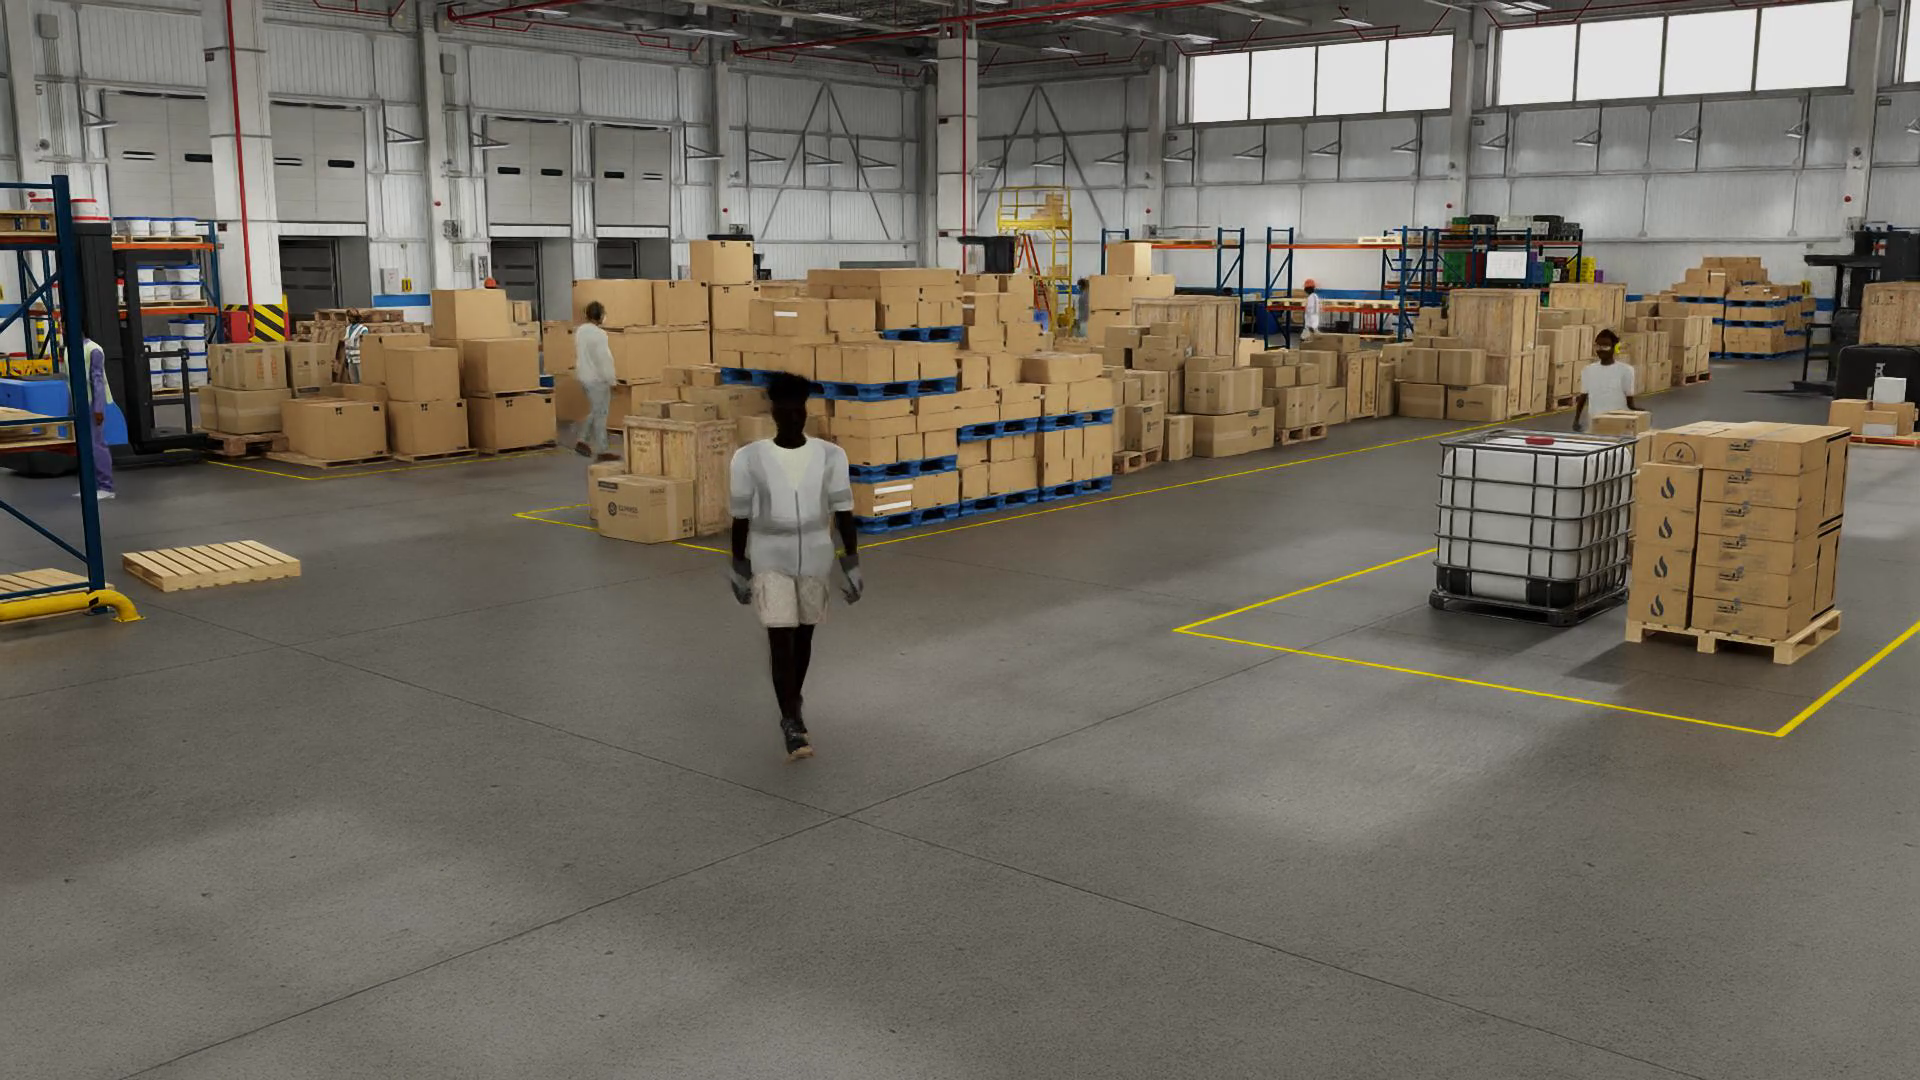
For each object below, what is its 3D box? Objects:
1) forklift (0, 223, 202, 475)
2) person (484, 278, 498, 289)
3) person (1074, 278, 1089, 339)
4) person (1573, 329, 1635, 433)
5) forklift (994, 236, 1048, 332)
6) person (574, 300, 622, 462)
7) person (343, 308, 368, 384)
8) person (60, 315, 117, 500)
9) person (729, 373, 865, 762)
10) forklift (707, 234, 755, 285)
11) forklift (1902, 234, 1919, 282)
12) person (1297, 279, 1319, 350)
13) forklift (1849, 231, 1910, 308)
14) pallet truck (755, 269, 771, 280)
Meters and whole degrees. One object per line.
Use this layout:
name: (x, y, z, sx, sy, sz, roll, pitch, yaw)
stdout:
forklift: (-10.007, -2.234, 19.112, 1.129, 2.768, 1.873, 8, 13, 40)
person: (-9.530, -4.356, 33.865, 0.353, 1.942, 0.545, 3, 11, 19)
person: (2.652, -4.785, 36.471, 0.934, 1.891, 0.656, 2, 10, 10)
person: (5.930, -1.026, 15.264, 0.961, 1.826, 0.546, -9, 13, -41)
forklift: (1.064, -5.678, 38.722, 1.873, 2.768, 1.129, 2, 10, 14)
person: (-4.319, -1.886, 19.834, 0.442, 1.929, 0.654, -7, 12, -34)
person: (-9.171, -2.704, 25.318, 0.514, 1.641, 0.309, 7, 12, 33)
person: (-8.858, -1.358, 16.910, 0.595, 1.908, 0.392, 7, 12, 35)
person: (-0.801, 0.136, 8.322, 0.634, 1.920, 0.950, -3, 11, -19)
forklift: (-4.698, -4.910, 34.349, 1.129, 2.768, 1.873, 0, 10, 2)
forklift: (18.893, -4.704, 33.173, 1.873, 2.768, 1.129, 8, 13, 40)
person: (7.329, -4.579, 35.268, 0.961, 1.888, 0.574, 5, 11, 24)
forklift: (15.455, -3.812, 28.097, 1.873, 2.768, 1.129, -2, 10, -10)
pallet truck: (-4.996, -6.432, 45.525, 1.885, 1.965, 0.823, -6, 12, -32)
